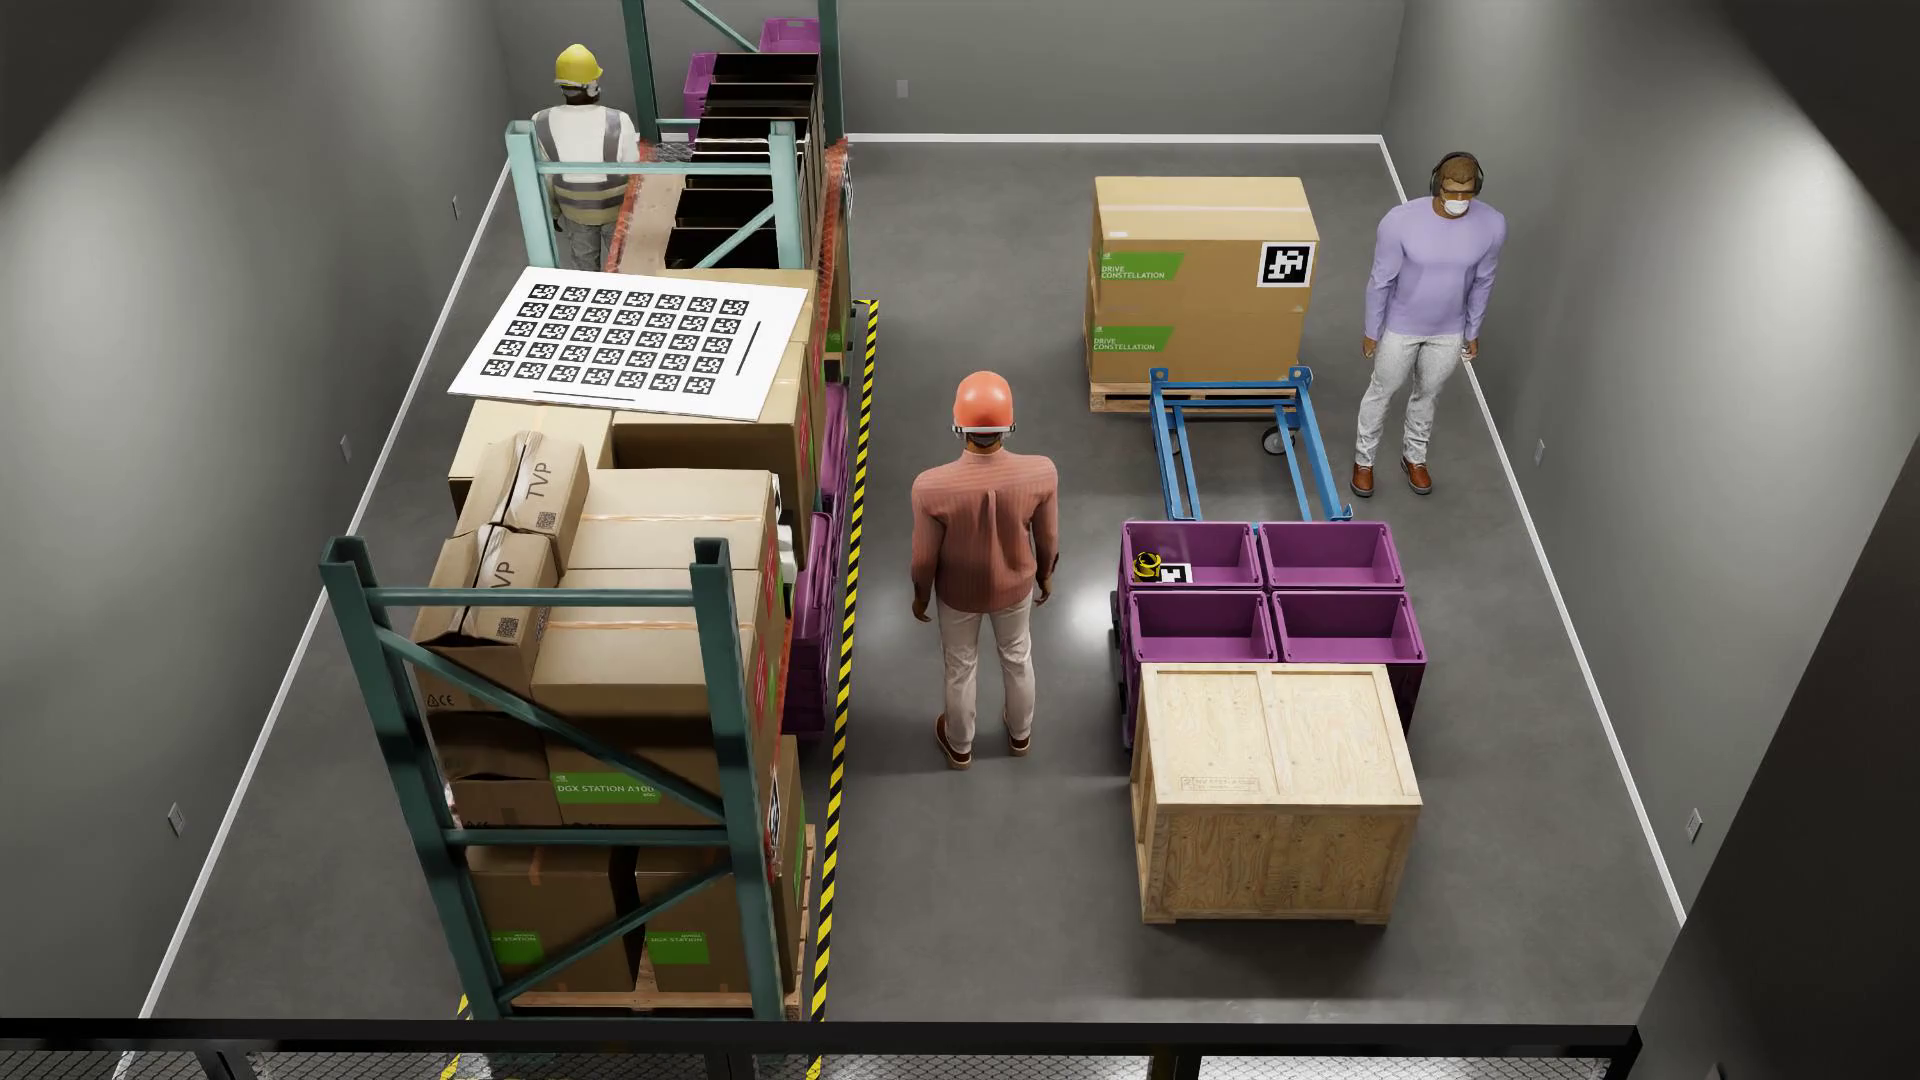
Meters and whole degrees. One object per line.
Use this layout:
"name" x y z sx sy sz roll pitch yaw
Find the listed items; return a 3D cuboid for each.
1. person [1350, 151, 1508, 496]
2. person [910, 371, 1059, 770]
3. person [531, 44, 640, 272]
"person" 2.321 -1.061 8.327 0.631 1.936 0.372 -2 41 -2
"person" 0.094 0.154 6.896 0.621 1.992 0.397 -9 42 -10
"person" -2.038 -1.891 9.351 0.597 1.828 0.403 0 41 0
